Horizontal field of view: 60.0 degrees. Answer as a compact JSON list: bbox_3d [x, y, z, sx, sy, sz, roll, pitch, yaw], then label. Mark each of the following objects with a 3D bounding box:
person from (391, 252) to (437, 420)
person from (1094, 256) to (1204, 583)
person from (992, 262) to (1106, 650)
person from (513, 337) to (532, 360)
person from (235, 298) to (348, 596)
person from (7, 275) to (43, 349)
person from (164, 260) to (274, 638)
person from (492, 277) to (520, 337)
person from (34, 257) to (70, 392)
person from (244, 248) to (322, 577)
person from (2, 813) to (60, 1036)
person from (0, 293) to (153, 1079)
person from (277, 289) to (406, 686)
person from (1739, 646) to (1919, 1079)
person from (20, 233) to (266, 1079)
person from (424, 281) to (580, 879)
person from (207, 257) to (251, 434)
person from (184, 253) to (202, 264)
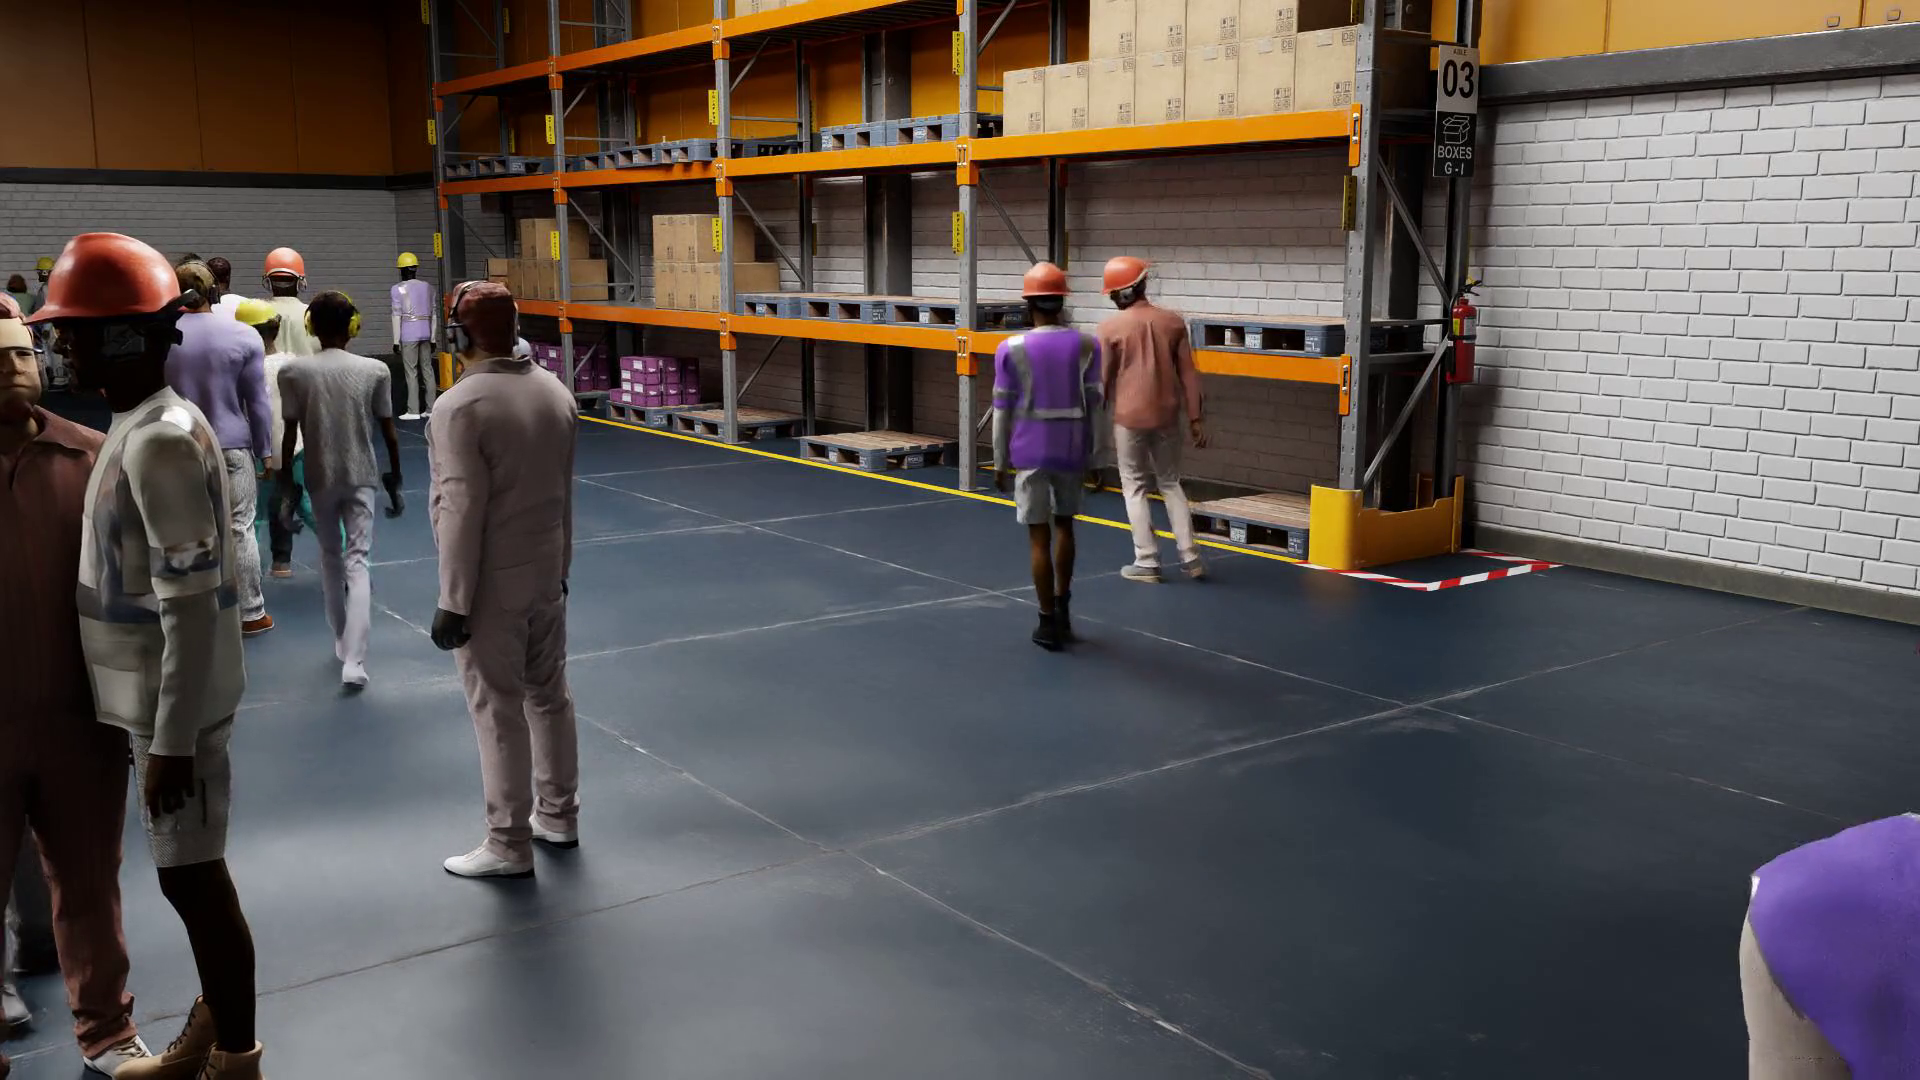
[{"bbox_3d":[-6.289,-2.339,19.145,0.401,1.919,0.588,7,12,34],"label":"person"},{"bbox_3d":[1.093,-0.719,9.977,0.654,1.946,0.513,-4,11,-20],"label":"person"},{"bbox_3d":[0.425,-0.428,8.400,0.556,1.918,0.637,-2,10,-11],"label":"person"},{"bbox_3d":[-3.224,-0.881,11.792,0.512,1.622,0.294,6,12,30],"label":"person"},{"bbox_3d":[-3.849,-0.499,9.392,0.870,1.722,0.526,-1,10,-4],"label":"person"},{"bbox_3d":[-12.943,-2.852,22.945,0.506,1.577,0.836,-5,11,-24],"label":"person"},{"bbox_3d":[-3.820,-0.444,8.462,0.631,1.940,0.372,-3,11,-16],"label":"person"},{"bbox_3d":[-5.406,-2.273,19.594,0.285,1.626,0.493,10,14,44],"label":"person"},{"bbox_3d":[-12.448,-2.951,22.801,0.404,1.833,0.590,-2,10,-13],"label":"person"},{"bbox_3d":[-4.061,-0.772,10.142,0.624,1.993,0.385,-5,11,-24],"label":"person"},{"bbox_3d":[-2.474,0.319,4.327,0.406,1.900,0.793,2,10,13],"label":"person"},{"bbox_3d":[-2.131,0.405,3.785,0.410,1.913,0.643,8,13,39],"label":"person"},{"bbox_3d":[-2.880,-0.255,7.764,0.542,1.822,0.997,-3,10,-15],"label":"person"},{"bbox_3d":[0.991,0.867,1.508,0.578,1.808,0.906,4,11,19],"label":"person"},{"bbox_3d":[-1.800,0.352,3.712,0.379,2.041,0.616,-5,11,-27],"label":"person"},{"bbox_3d":[-1.487,0.129,5.350,0.402,1.904,0.652,4,11,20],"label":"person"},{"bbox_3d":[-6.038,-1.352,13.646,0.582,1.911,0.391,0,10,1],"label":"person"},{"bbox_3d":[-9.780,-2.668,21.089,0.648,1.902,0.706,1,10,8],"label":"person"}]
